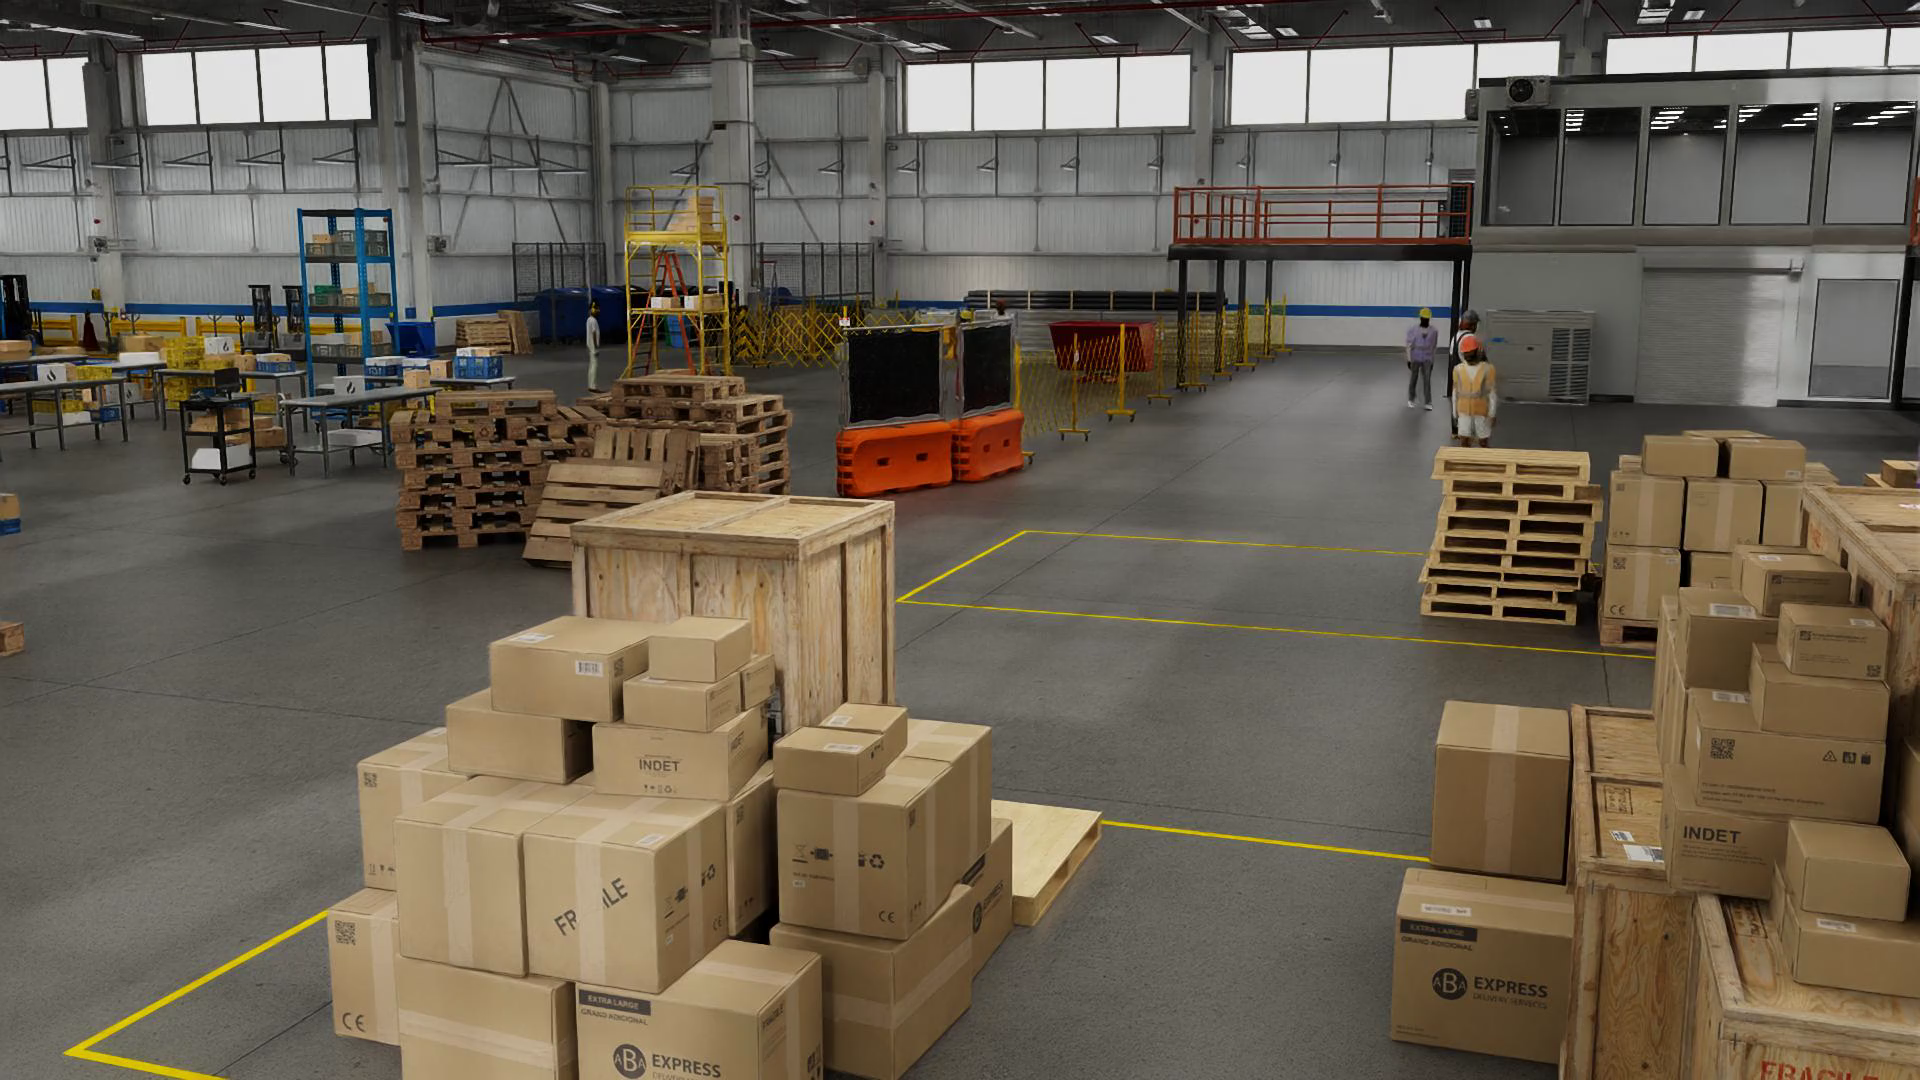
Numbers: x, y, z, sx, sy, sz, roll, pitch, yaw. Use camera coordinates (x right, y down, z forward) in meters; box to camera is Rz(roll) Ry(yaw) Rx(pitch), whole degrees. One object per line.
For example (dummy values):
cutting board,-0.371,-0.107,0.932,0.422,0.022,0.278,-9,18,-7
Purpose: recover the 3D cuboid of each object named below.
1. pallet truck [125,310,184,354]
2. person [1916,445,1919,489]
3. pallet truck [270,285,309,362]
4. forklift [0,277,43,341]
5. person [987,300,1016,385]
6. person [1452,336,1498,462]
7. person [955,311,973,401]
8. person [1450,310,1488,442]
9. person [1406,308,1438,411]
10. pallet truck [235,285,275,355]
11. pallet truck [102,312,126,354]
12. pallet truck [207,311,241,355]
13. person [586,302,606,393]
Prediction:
pallet truck,-22.038,-5.665,45.457,0.704,1.261,1.522,3,11,17
person,7.340,-0.147,12.260,0.608,2.044,0.370,2,10,12
pallet truck,-17.147,-5.700,43.663,0.823,1.965,1.885,3,11,17
forklift,-27.151,-6.329,46.328,1.157,1.987,2.680,3,11,17
person,0.869,-4.278,36.127,0.596,1.823,0.997,5,11,27
person,6.519,-1.625,21.021,0.593,1.906,0.643,6,12,31
person,0.087,-3.600,32.519,0.343,1.756,0.518,-2,10,-11
person,7.900,-2.545,25.771,0.537,2.000,0.682,-2,10,-11
person,8.541,-3.354,30.811,0.590,1.881,0.999,1,10,3
pallet truck,-18.327,-5.835,44.421,0.823,1.965,1.885,4,11,23
pallet truck,-23.057,-5.777,46.261,0.680,1.201,1.601,3,11,19
pallet truck,-19.537,-5.575,44.913,0.653,1.274,1.630,3,11,19
person,-7.494,-3.940,34.132,0.335,1.865,0.519,-4,11,-21
